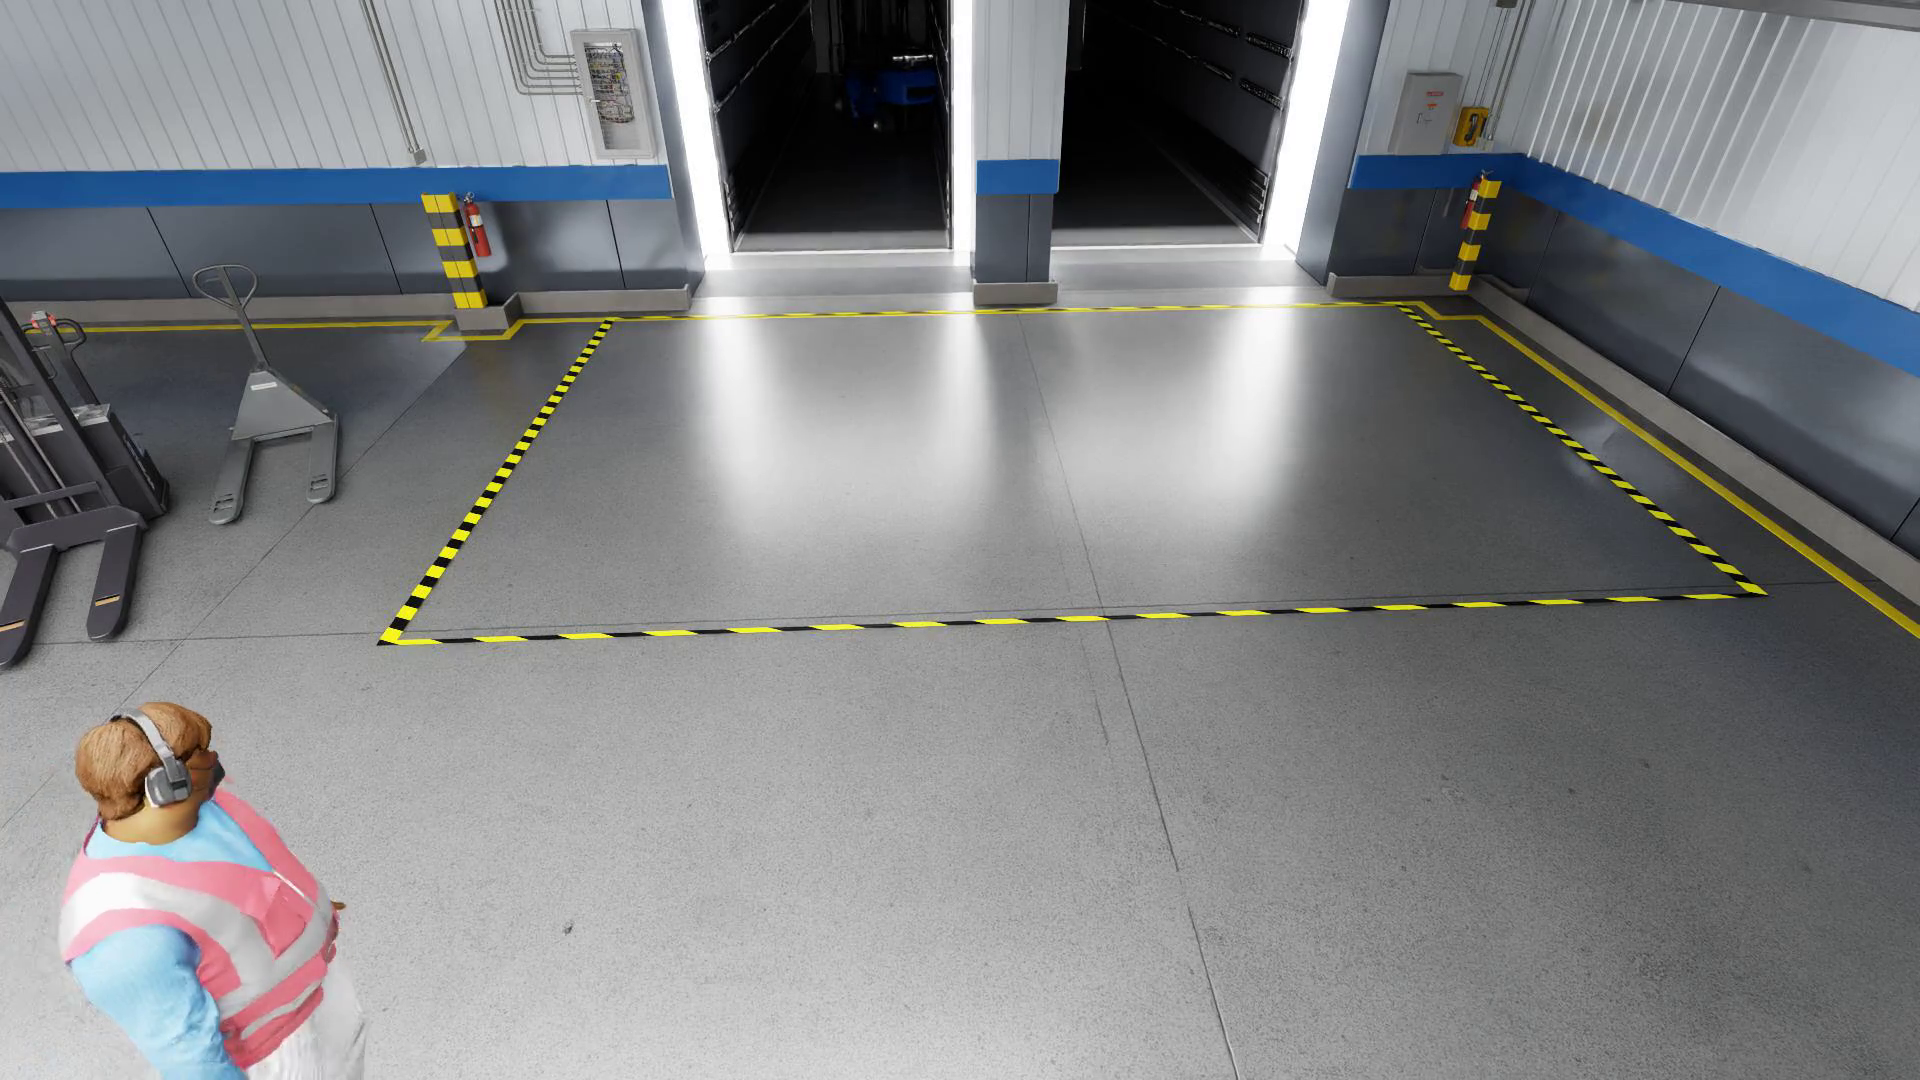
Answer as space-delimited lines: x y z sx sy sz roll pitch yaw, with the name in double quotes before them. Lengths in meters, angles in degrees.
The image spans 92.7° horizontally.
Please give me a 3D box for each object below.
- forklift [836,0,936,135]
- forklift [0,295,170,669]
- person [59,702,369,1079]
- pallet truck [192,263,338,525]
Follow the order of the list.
"forklift" -1.187 -8.132 15.362 1.157 2.036 2.680 -18 39 -24
"forklift" -5.212 -0.618 4.878 0.823 1.965 1.885 -20 39 -26
"person" -1.837 1.232 2.394 0.430 1.797 0.816 -10 36 -14
"pallet truck" -4.778 -1.027 6.128 0.680 1.201 1.601 -17 38 -23
